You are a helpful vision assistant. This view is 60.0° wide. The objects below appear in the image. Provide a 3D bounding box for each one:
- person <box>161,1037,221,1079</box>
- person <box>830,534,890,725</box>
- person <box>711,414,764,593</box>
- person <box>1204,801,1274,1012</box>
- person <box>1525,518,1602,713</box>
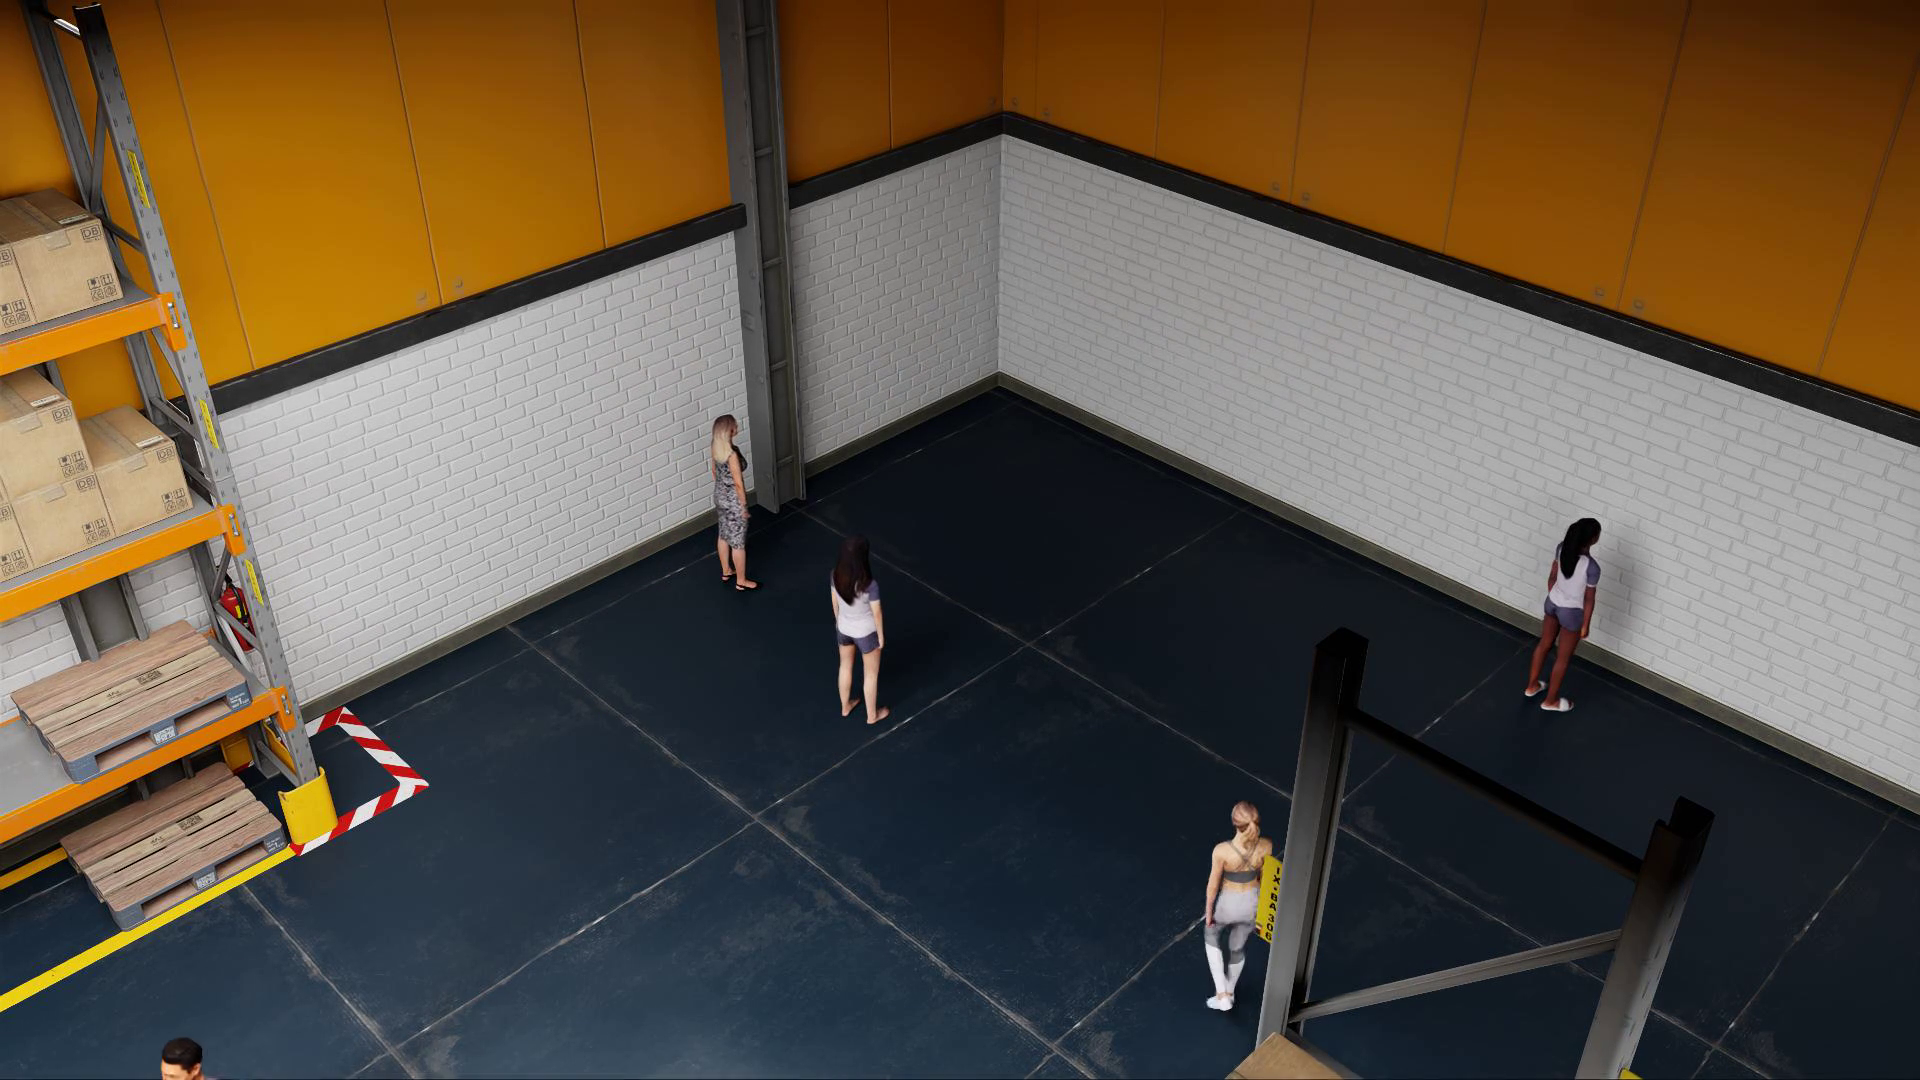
[{"bbox_3d":[-3.911,3.281,8.987,1.032,1.731,1.230,13,36,19],"label":"person"},{"bbox_3d":[-0.797,0.681,12.921,0.648,1.706,0.603,17,37,24],"label":"person"},{"bbox_3d":[-2.003,-0.326,14.438,0.540,1.705,0.595,-22,40,-30],"label":"person"},{"bbox_3d":[1.753,2.360,10.412,0.754,1.688,0.808,-3,34,-5],"label":"person"},{"bbox_3d":[4.763,0.561,13.085,0.646,1.723,0.671,-14,36,-20],"label":"person"}]
